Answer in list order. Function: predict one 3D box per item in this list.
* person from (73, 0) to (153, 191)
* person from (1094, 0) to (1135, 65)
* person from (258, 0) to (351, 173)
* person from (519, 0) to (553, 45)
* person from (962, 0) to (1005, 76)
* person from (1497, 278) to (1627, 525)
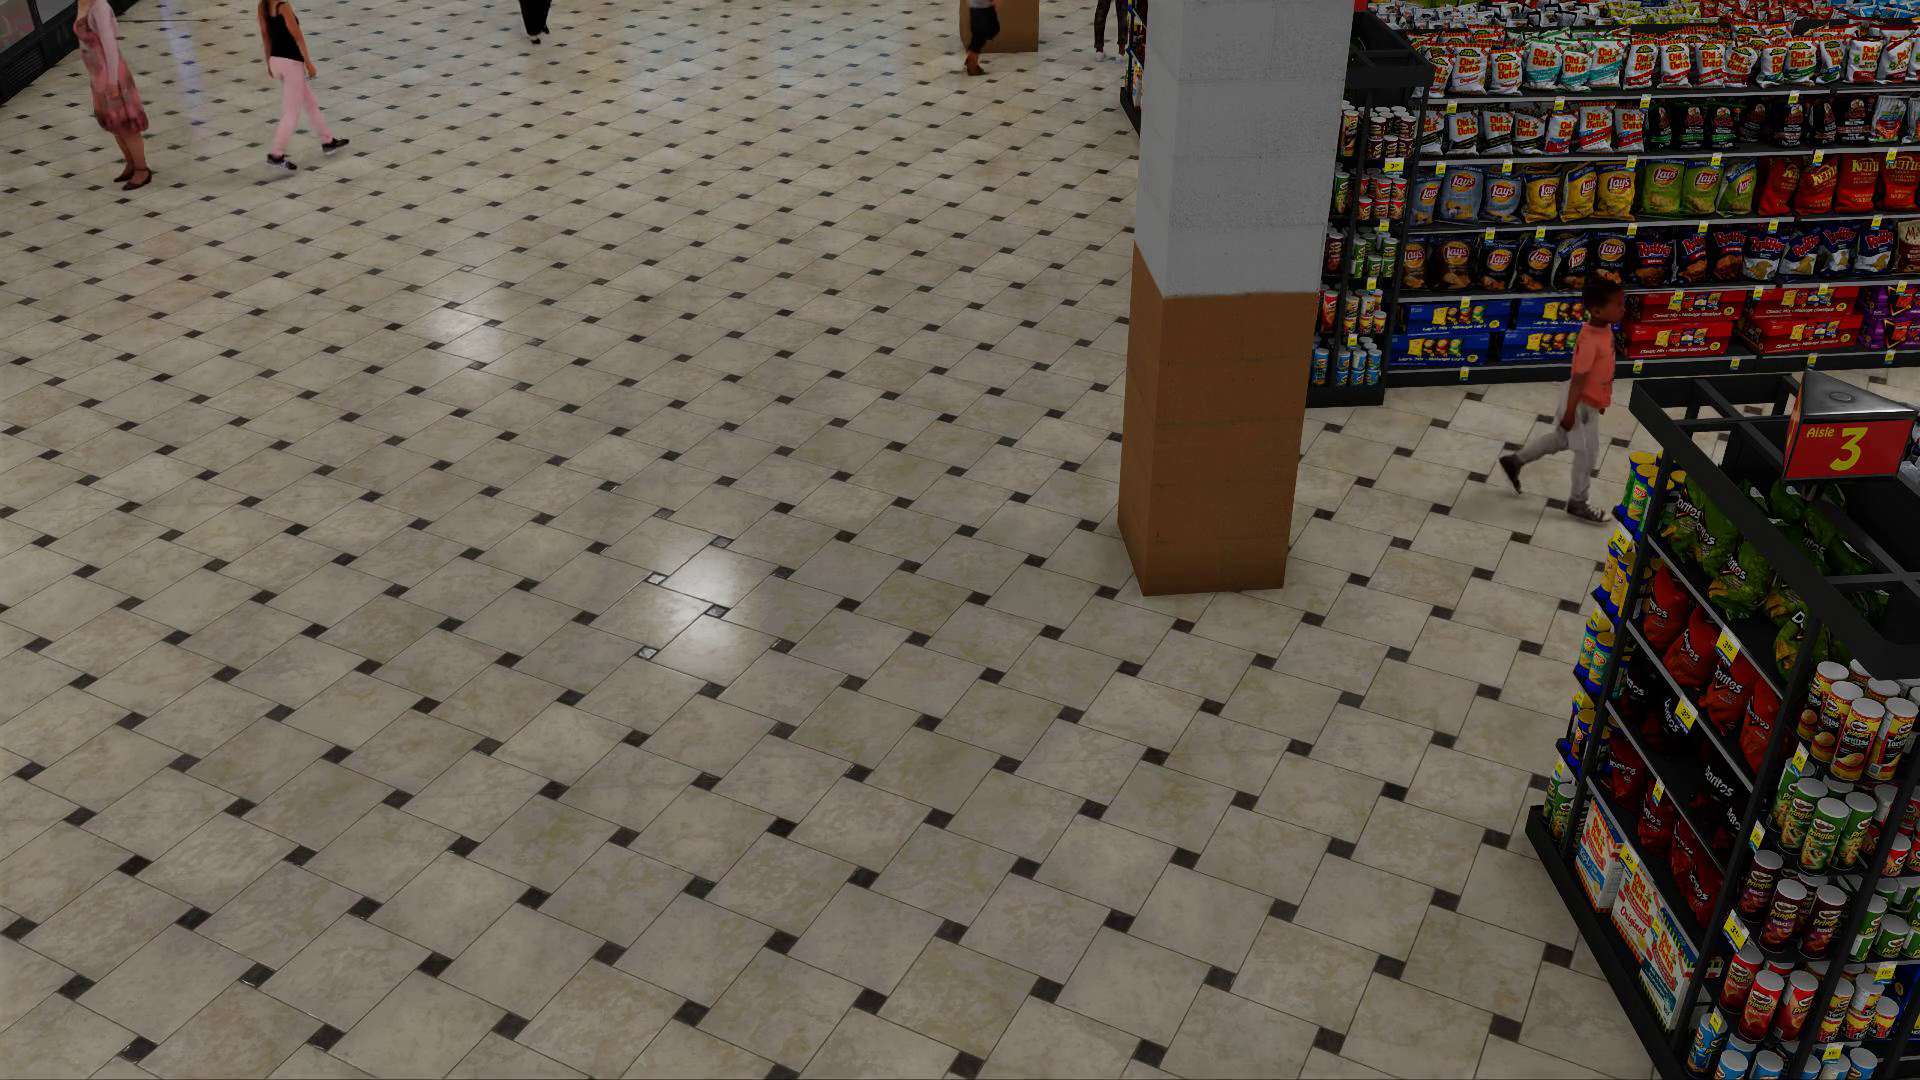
[{"bbox_3d":[-6.375,-3.504,12.505,0.678,1.693,0.727,27,41,36],"label":"person"},{"bbox_3d":[1.428,-5.285,15.361,0.596,1.700,0.715,11,34,17],"label":"person"},{"bbox_3d":[-5.222,-3.594,12.811,1.043,1.523,1.009,19,37,28],"label":"person"},{"bbox_3d":[-4.184,-5.601,15.970,0.669,1.593,0.757,-19,37,-28],"label":"person"},{"bbox_3d":[0.130,-4.922,15.020,0.602,1.443,0.603,-9,33,-14],"label":"person"},{"bbox_3d":[3.088,-0.727,8.417,0.915,1.296,0.770,16,35,24],"label":"person"}]
